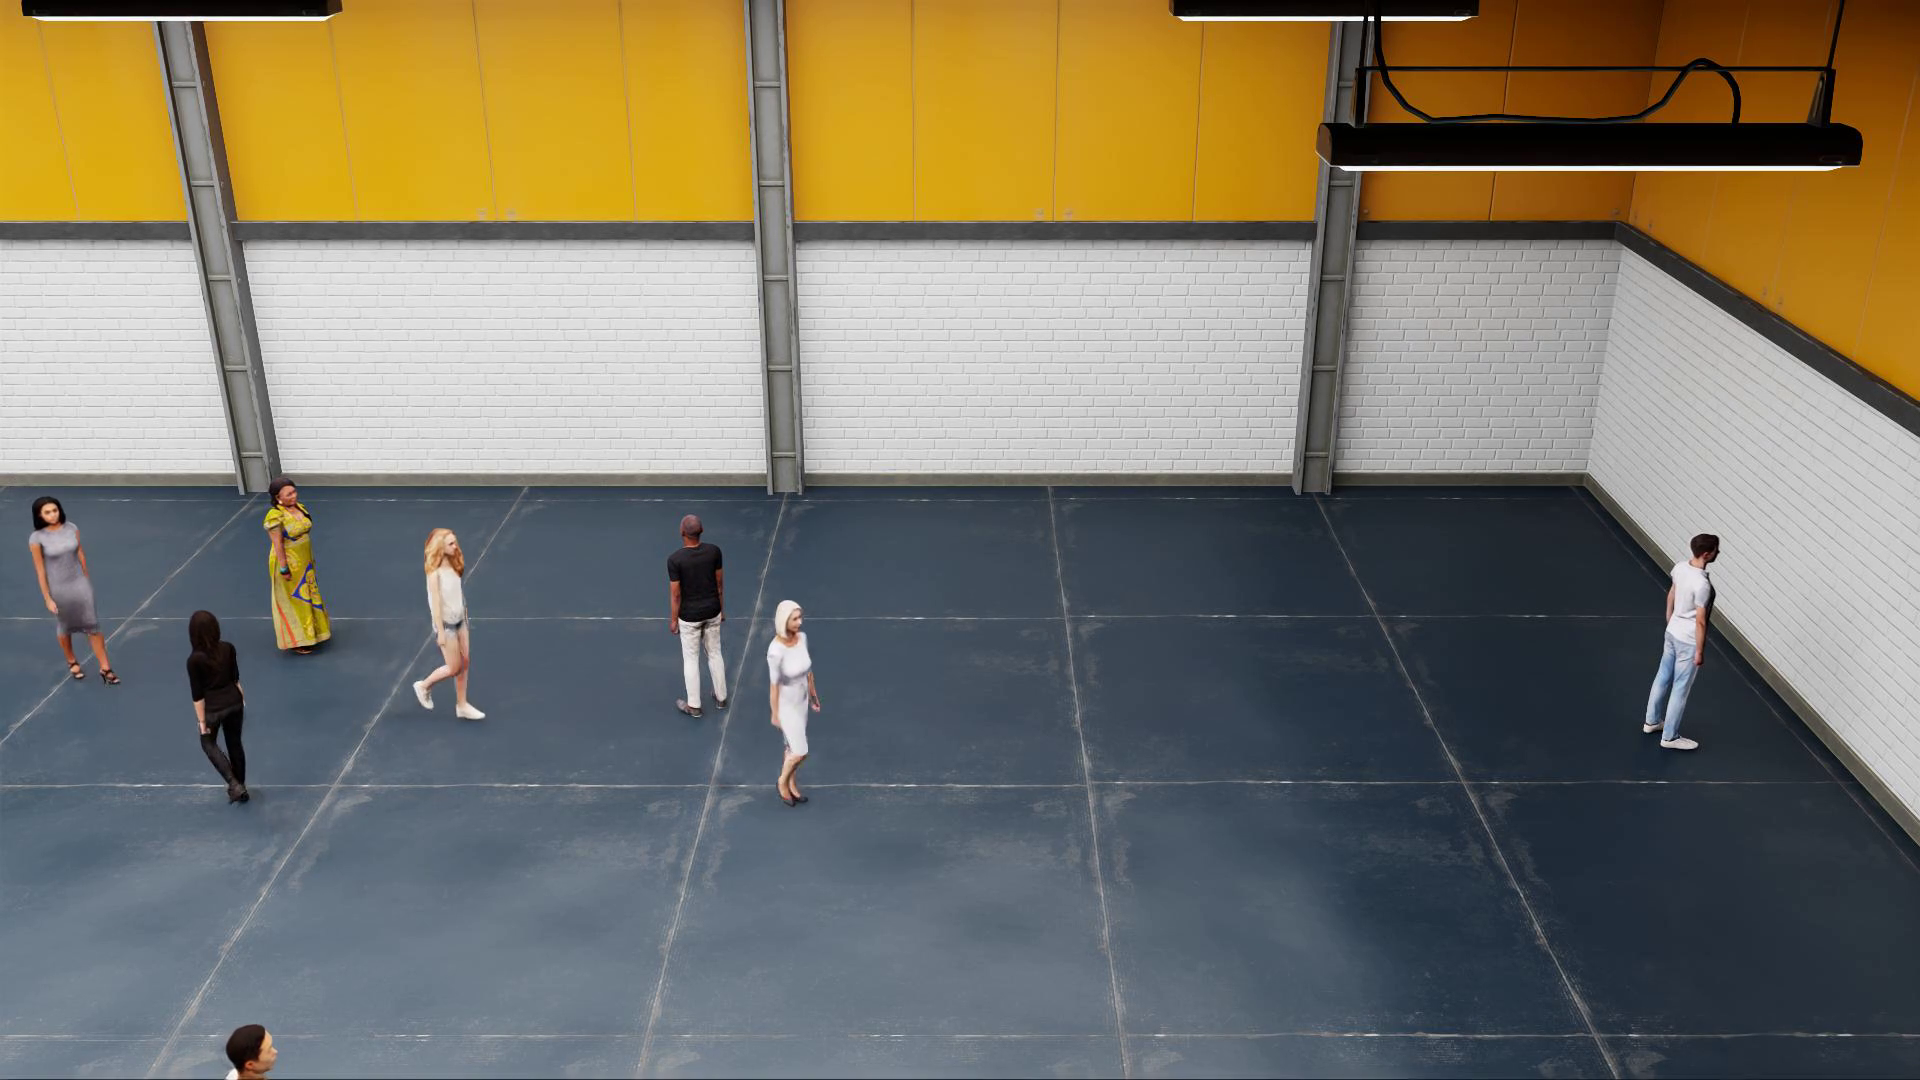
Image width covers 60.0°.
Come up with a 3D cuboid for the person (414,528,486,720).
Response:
[{"bbox_3d":[-4.340,0.720,13.868,0.892,1.744,0.720,6,24,14],"label":"person"}]

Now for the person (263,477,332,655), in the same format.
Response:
[{"bbox_3d":[-6.074,0.204,15.152,0.814,1.660,0.886,3,24,7],"label":"person"}]

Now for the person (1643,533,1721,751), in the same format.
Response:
[{"bbox_3d":[5.901,0.800,13.552,0.565,1.851,0.676,-3,24,-6],"label":"person"}]

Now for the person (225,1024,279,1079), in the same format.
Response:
[{"bbox_3d":[-3.410,3.158,8.222,0.699,1.798,0.770,20,31,38],"label":"person"}]

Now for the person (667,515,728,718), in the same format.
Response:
[{"bbox_3d":[-2.199,0.630,13.997,0.729,1.805,0.818,-16,28,-32],"label":"person"}]

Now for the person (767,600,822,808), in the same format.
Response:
[{"bbox_3d":[-1.355,1.235,12.694,0.685,1.740,0.662,11,26,24],"label":"person"}]

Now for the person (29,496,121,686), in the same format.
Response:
[{"bbox_3d":[-7.834,0.432,14.509,1.021,1.757,0.933,19,30,36],"label":"person"}]

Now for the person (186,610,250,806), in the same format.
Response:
[{"bbox_3d":[-5.588,1.309,12.661,0.814,1.631,0.752,19,30,37],"label":"person"}]
